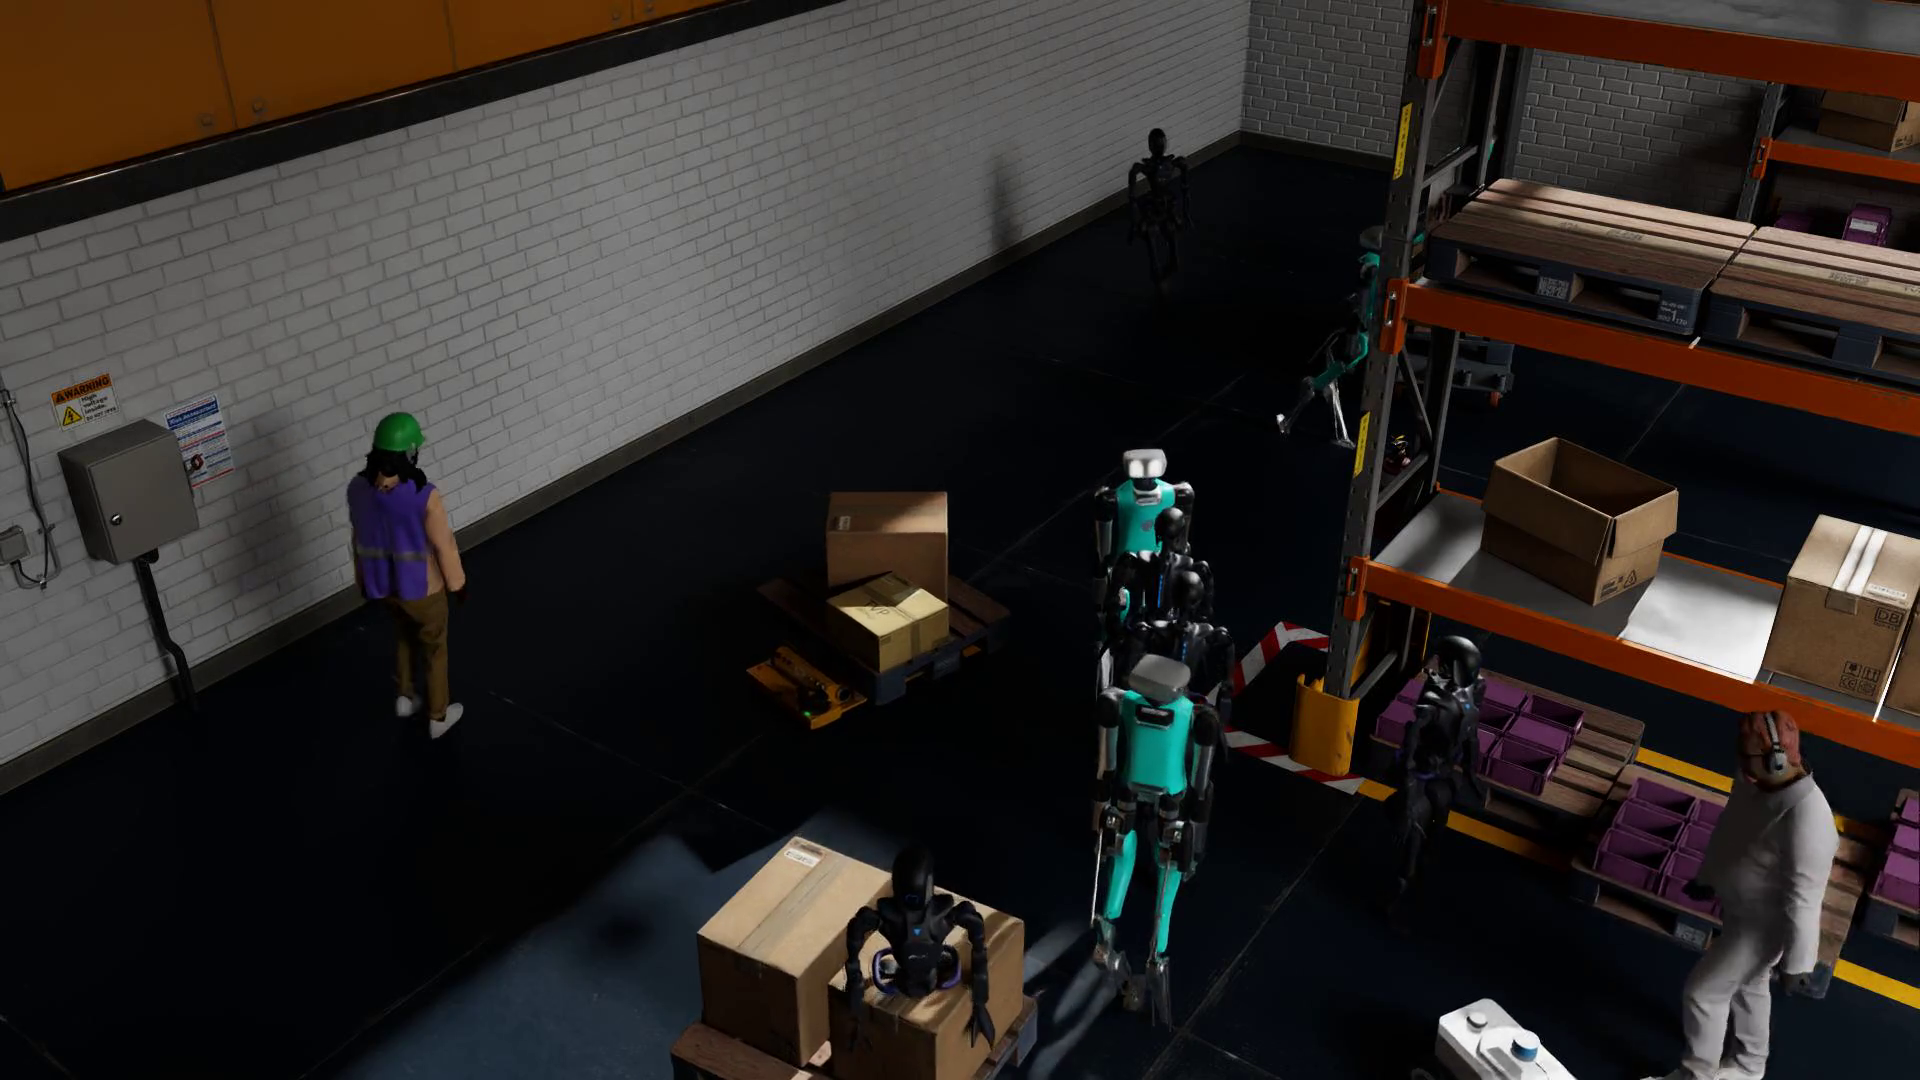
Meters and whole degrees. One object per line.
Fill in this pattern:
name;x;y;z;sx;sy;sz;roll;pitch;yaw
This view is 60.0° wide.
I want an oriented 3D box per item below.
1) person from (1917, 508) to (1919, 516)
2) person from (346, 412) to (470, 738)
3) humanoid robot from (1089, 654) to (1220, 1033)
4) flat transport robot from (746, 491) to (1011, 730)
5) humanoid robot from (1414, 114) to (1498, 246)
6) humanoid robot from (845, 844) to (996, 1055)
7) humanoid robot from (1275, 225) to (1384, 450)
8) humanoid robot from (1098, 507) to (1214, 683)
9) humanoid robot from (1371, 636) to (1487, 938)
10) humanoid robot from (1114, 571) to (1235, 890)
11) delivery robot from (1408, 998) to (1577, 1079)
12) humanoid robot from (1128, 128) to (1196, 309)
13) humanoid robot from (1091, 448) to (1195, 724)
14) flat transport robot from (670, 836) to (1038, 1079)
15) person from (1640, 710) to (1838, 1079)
person;6.759;-0.906;11.005;0.413;1.877;0.550;2;30;3
person;-2.994;0.210;9.040;0.580;1.903;0.483;7;31;12
humanoid robot;0.767;1.430;7.172;0.533;1.870;0.693;10;31;16
flat transport robot;-0.503;0.650;9.912;1.431;0.231;0.659;-23;37;-34
humanoid robot;4.144;-2.955;14.715;0.986;1.765;0.571;14;33;23
humanoid robot;-0.158;1.809;6.493;0.598;1.644;0.360;-3;30;-5
humanoid robot;2.693;-1.469;12.175;0.878;1.830;0.550;20;36;31
humanoid robot;1.009;0.552;8.678;0.587;1.651;0.337;5;30;9
humanoid robot;2.183;1.130;7.701;0.602;1.648;0.337;-21;36;-32
humanoid robot;1.012;0.882;8.121;0.610;1.636;0.692;0;30;0
delivery robot;2.264;2.256;6.855;0.499;0.610;0.793;-14;33;-23
humanoid robot;1.754;-2.863;14.615;0.629;1.620;0.565;-1;30;-2
humanoid robot;0.942;0.239;9.159;0.539;1.806;0.665;-3;30;-5
flat transport robot;-0.426;2.292;7.064;0.659;0.231;1.431;16;34;26
person;3.173;1.524;6.796;0.663;1.867;0.716;4;30;7
